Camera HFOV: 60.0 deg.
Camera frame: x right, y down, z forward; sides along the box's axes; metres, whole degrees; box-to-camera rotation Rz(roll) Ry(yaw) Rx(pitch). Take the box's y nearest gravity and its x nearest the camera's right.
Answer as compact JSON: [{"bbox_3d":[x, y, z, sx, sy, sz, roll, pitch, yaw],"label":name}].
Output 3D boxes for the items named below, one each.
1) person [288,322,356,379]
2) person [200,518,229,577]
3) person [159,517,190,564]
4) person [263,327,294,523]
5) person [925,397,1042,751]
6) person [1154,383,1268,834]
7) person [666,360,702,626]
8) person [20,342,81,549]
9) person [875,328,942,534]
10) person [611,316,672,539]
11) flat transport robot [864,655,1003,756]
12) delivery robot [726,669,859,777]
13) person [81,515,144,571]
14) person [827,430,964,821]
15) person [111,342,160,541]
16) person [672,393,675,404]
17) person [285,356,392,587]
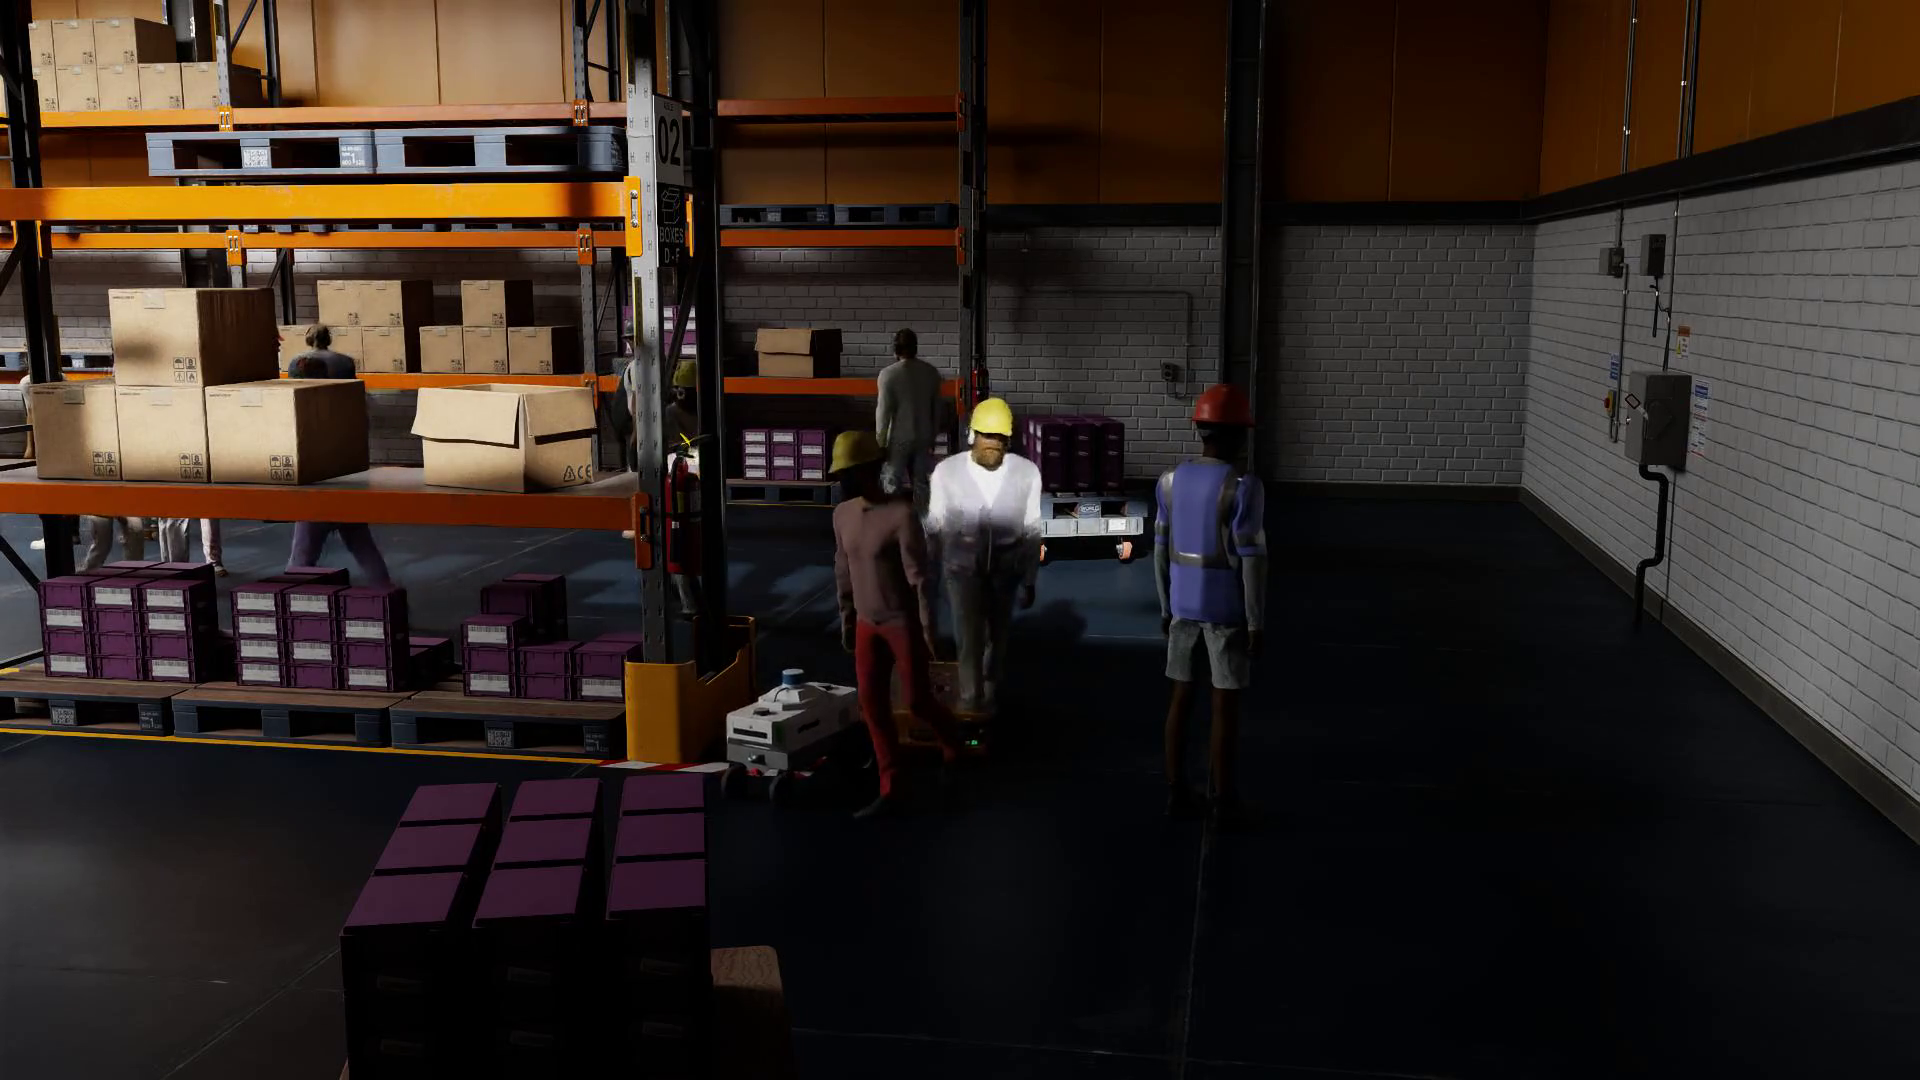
[{"bbox_3d":[-6.240,-1.172,16.358,0.641,1.937,0.497,-5,10,-27],"label":"person"},{"bbox_3d":[-6.024,-0.677,13.031,0.621,1.990,0.391,-6,11,-35],"label":"person"},{"bbox_3d":[-5.891,-0.537,12.506,0.354,1.883,0.576,-7,11,-36],"label":"person"},{"bbox_3d":[-6.643,-1.131,16.021,0.358,1.937,0.548,-5,10,-28],"label":"person"},{"bbox_3d":[0.112,0.141,8.643,0.594,1.790,0.844,-1,9,-8],"label":"person"},{"bbox_3d":[1.103,0.292,7.201,0.373,1.933,0.550,-9,13,-44],"label":"person"},{"bbox_3d":[-1.839,-0.309,11.283,0.432,1.816,0.603,4,10,25],"label":"person"},{"bbox_3d":[-7.953,-0.839,14.494,0.351,1.846,0.506,2,9,11],"label":"person"},{"bbox_3d":[-0.452,-0.848,14.306,0.643,1.930,0.380,-6,11,-34],"label":"person"},{"bbox_3d":[-2.897,-1.042,15.149,0.535,2.000,0.687,1,9,5],"label":"person"},{"bbox_3d":[-0.139,0.859,8.830,0.652,0.197,1.431,1,9,5],"label":"flat transport robot"},{"bbox_3d":[-0.775,0.845,7.746,0.477,0.478,0.707,5,10,28],"label":"delivery robot"},{"bbox_3d":[-6.007,-0.296,11.813,0.476,1.623,0.536,4,10,21],"label":"person"},{"bbox_3d":[-0.247,0.356,7.458,0.606,1.722,0.695,8,12,42],"label":"person"},{"bbox_3d":[-7.421,-0.908,14.934,0.430,1.845,0.623,0,9,-3],"label":"person"},{"bbox_3d":[-2.933,-1.112,16.319,0.827,1.806,0.622,2,9,9],"label":"person"},{"bbox_3d":[-4.270,-0.297,11.116,1.051,1.845,0.654,1,9,4],"label":"person"}]
